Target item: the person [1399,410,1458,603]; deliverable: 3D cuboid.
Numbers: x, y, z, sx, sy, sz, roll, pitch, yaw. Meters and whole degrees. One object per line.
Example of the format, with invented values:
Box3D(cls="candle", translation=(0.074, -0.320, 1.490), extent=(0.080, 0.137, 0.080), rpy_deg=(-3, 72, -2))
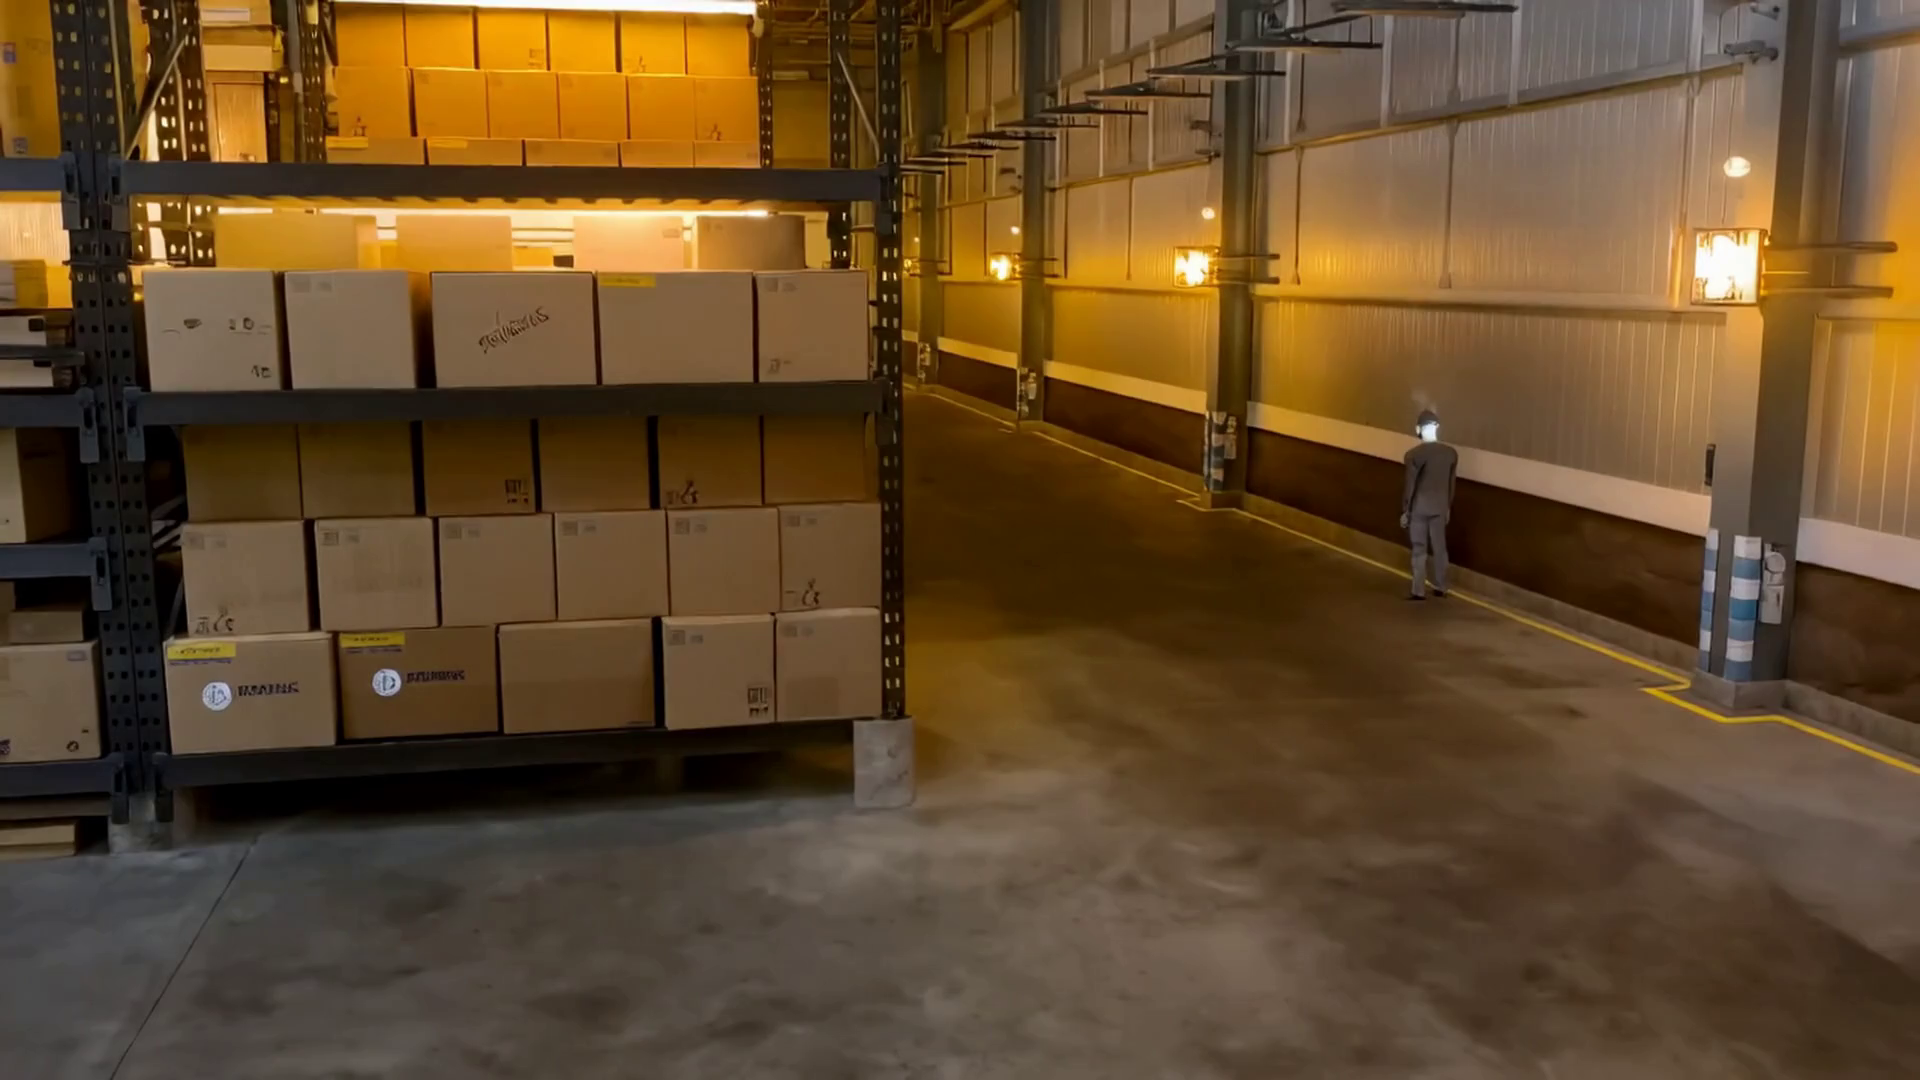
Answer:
Box3D(cls="person", translation=(4.231, -0.304, 15.103), extent=(0.560, 1.744, 0.338), rpy_deg=(-4, 10, -23))
